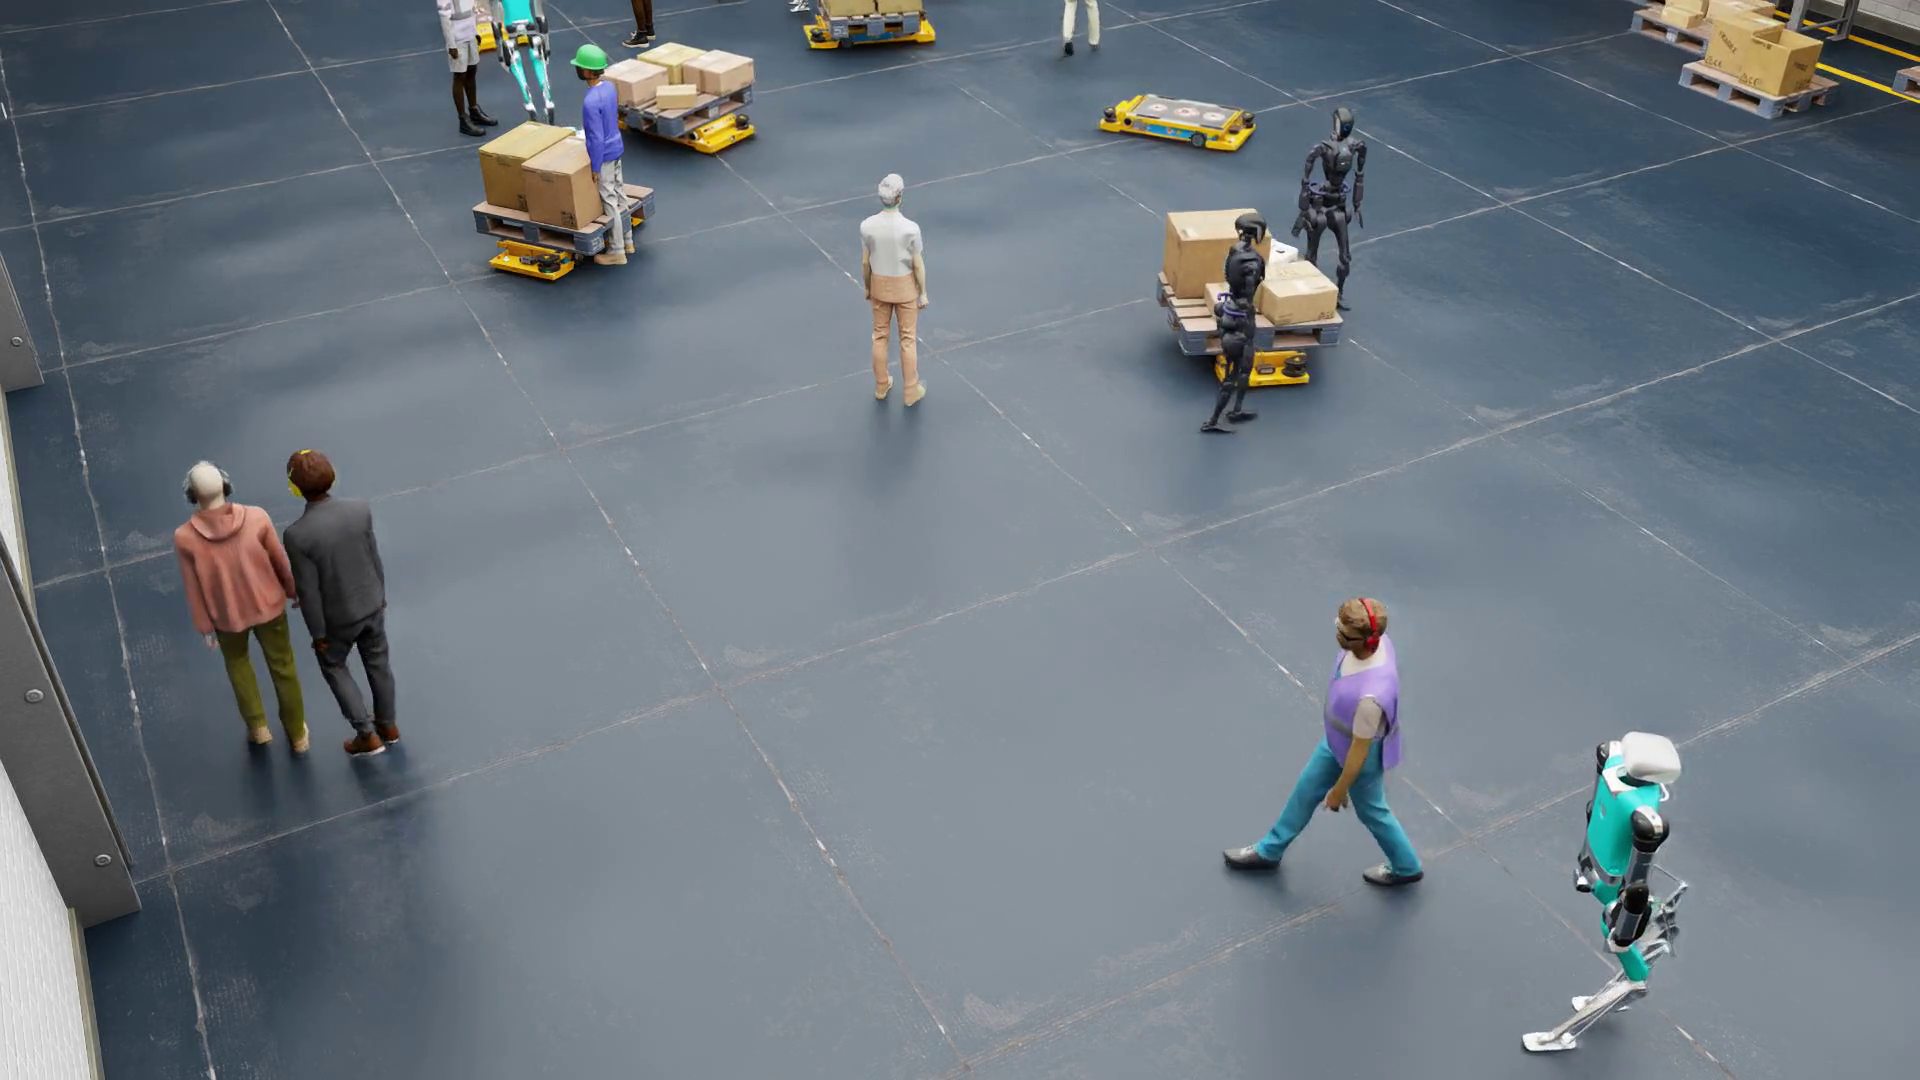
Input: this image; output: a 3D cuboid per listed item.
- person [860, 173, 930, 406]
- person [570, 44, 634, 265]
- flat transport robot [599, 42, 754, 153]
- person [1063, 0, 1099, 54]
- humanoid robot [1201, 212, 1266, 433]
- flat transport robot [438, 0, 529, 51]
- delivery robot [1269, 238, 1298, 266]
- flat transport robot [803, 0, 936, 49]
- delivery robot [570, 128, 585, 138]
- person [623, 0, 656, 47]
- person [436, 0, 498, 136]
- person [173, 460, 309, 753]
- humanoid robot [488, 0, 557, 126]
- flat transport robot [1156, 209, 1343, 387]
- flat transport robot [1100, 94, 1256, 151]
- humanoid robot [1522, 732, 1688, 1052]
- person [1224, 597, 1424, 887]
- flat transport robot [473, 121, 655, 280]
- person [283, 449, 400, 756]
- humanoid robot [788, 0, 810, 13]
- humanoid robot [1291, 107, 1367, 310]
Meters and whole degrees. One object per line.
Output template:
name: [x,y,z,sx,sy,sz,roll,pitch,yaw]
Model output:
person: [-0.469,-1.802,12.007,0.491,1.748,0.347,9,36,12]
person: [-2.985,-3.217,13.912,0.338,1.875,0.465,7,36,9]
flat transport robot: [-2.835,-4.217,16.737,1.431,0.231,0.659,21,40,27]
person: [1.316,-6.256,18.313,0.630,1.810,0.654,5,35,7]
humanoid robot: [1.980,-1.515,11.649,0.444,1.645,0.602,-2,35,-3]
flat transport robot: [-5.547,-6.002,19.285,0.659,0.231,1.431,-18,39,-24]
delivery robot: [2.451,-2.310,13.774,0.777,0.606,0.514,28,43,34]
flat transport robot: [-1.045,-5.872,19.100,1.431,0.231,0.659,-7,36,-10]
delivery robot: [-3.600,-3.541,15.501,0.499,0.571,0.756,-2,35,-3]
person: [-3.672,-6.500,18.519,0.362,1.963,0.611,6,35,9]
person: [-4.884,-4.974,16.368,0.372,1.934,0.545,9,36,13]
person: [-3.783,0.363,8.849,0.550,1.824,0.465,-14,37,-19]
humanoid robot: [-4.172,-4.625,16.067,0.532,1.834,0.646,-14,37,-19]
flat transport robot: [2.220,-1.623,13.033,0.659,0.231,1.431,-4,35,-6]
flat transport robot: [2.195,-4.209,16.726,1.431,0.231,0.659,15,38,21]
humanoid robot: [2.949,1.543,7.219,0.861,1.765,0.544,-1,35,-2]
person: [1.879,1.000,7.961,0.990,1.788,0.576,2,35,3]
flat transport robot: [-3.414,-2.680,14.542,0.659,0.231,1.431,14,37,20]
person: [-3.255,0.352,8.834,0.415,1.854,0.500,29,44,34]
humanoid robot: [-1.828,-7.007,19.328,0.735,1.673,0.533,-2,35,-3]
humanoid robot: [2.955,-2.619,13.234,0.612,1.640,0.573,-12,37,-16]
